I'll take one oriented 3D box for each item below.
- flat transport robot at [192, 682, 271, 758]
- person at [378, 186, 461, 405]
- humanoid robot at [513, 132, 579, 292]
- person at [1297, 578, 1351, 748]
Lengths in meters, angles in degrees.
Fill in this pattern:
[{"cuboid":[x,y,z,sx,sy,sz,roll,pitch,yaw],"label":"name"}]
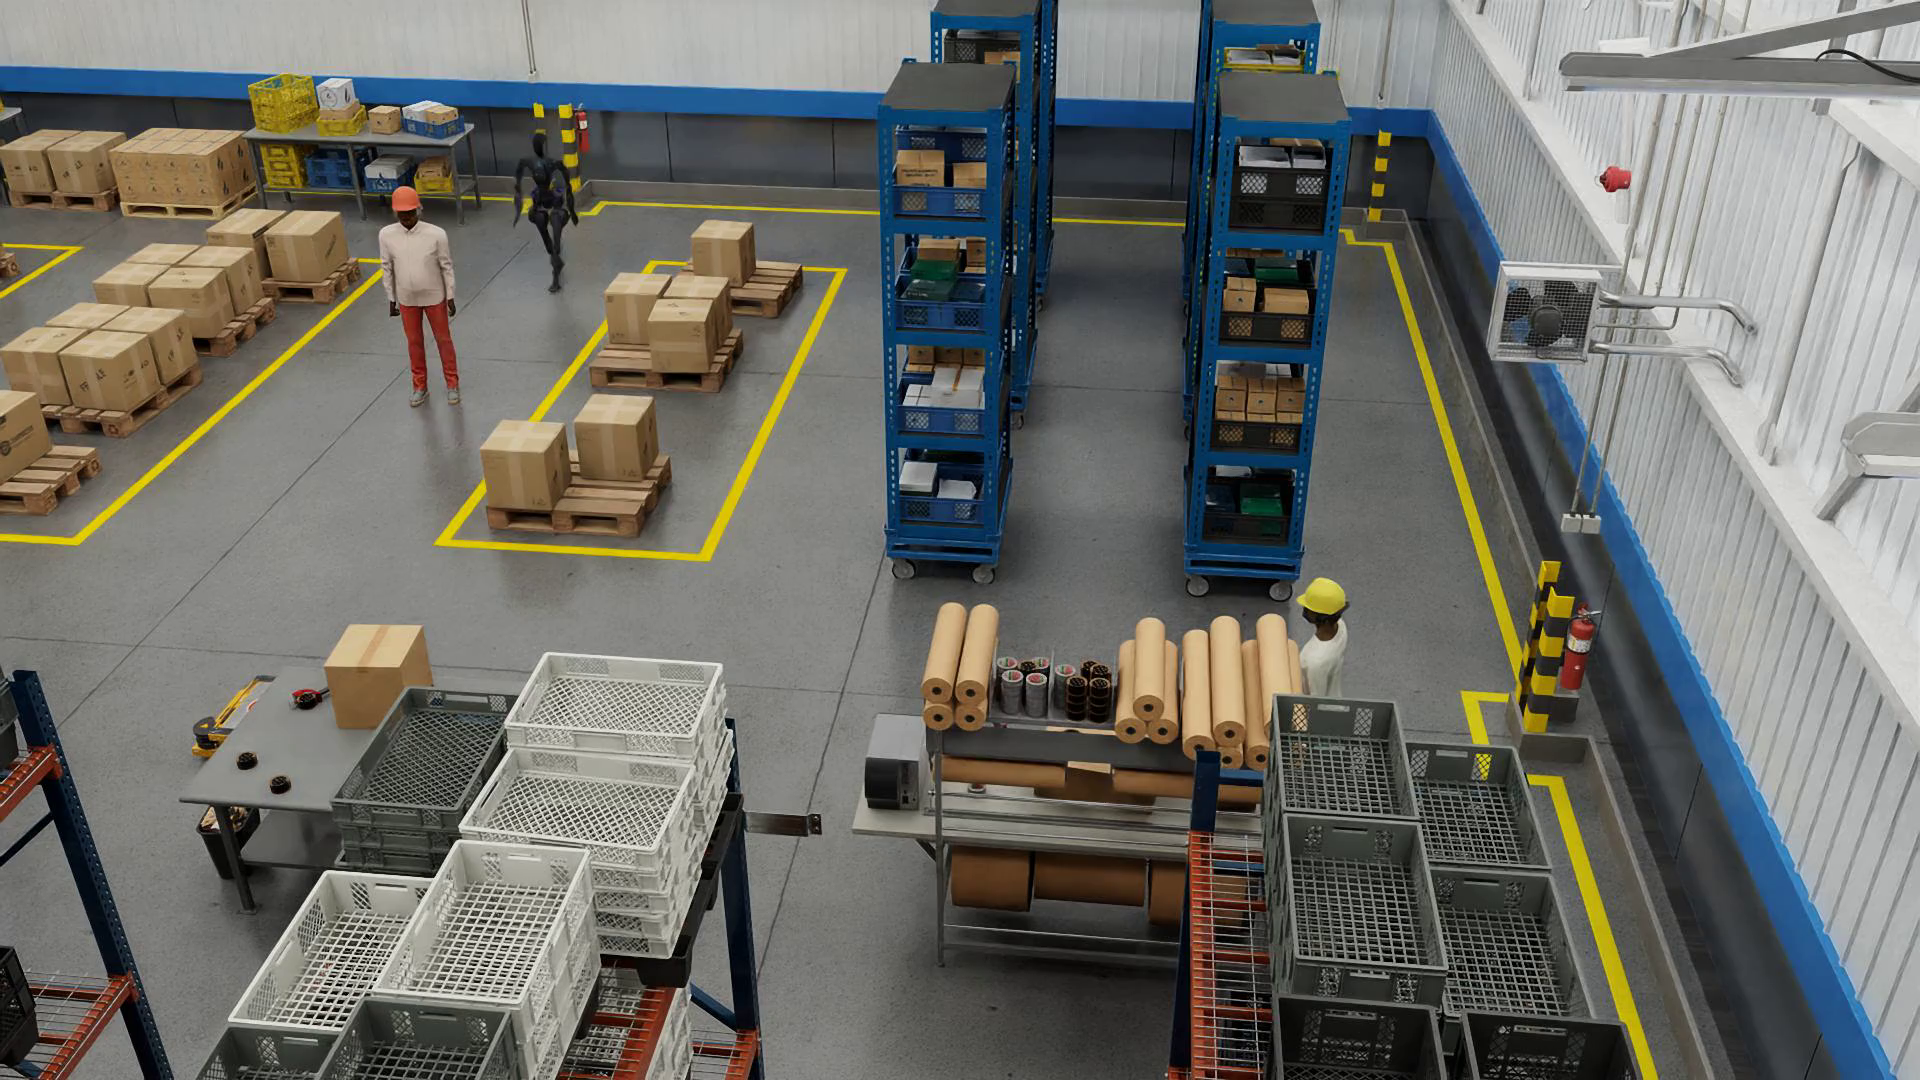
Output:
[{"cuboid":[-4.089,1.163,10.648,1.431,0.197,0.652,3,30,6],"label":"flat transport robot"},{"cuboid":[-4.742,-2.137,14.632,0.621,1.995,0.386,-2,30,-4],"label":"person"},{"cuboid":[-4.276,-3.443,17.246,0.552,1.628,0.812,4,30,6],"label":"humanoid robot"},{"cuboid":[2.009,0.991,9.481,0.326,1.768,0.524,13,33,22],"label":"person"}]
